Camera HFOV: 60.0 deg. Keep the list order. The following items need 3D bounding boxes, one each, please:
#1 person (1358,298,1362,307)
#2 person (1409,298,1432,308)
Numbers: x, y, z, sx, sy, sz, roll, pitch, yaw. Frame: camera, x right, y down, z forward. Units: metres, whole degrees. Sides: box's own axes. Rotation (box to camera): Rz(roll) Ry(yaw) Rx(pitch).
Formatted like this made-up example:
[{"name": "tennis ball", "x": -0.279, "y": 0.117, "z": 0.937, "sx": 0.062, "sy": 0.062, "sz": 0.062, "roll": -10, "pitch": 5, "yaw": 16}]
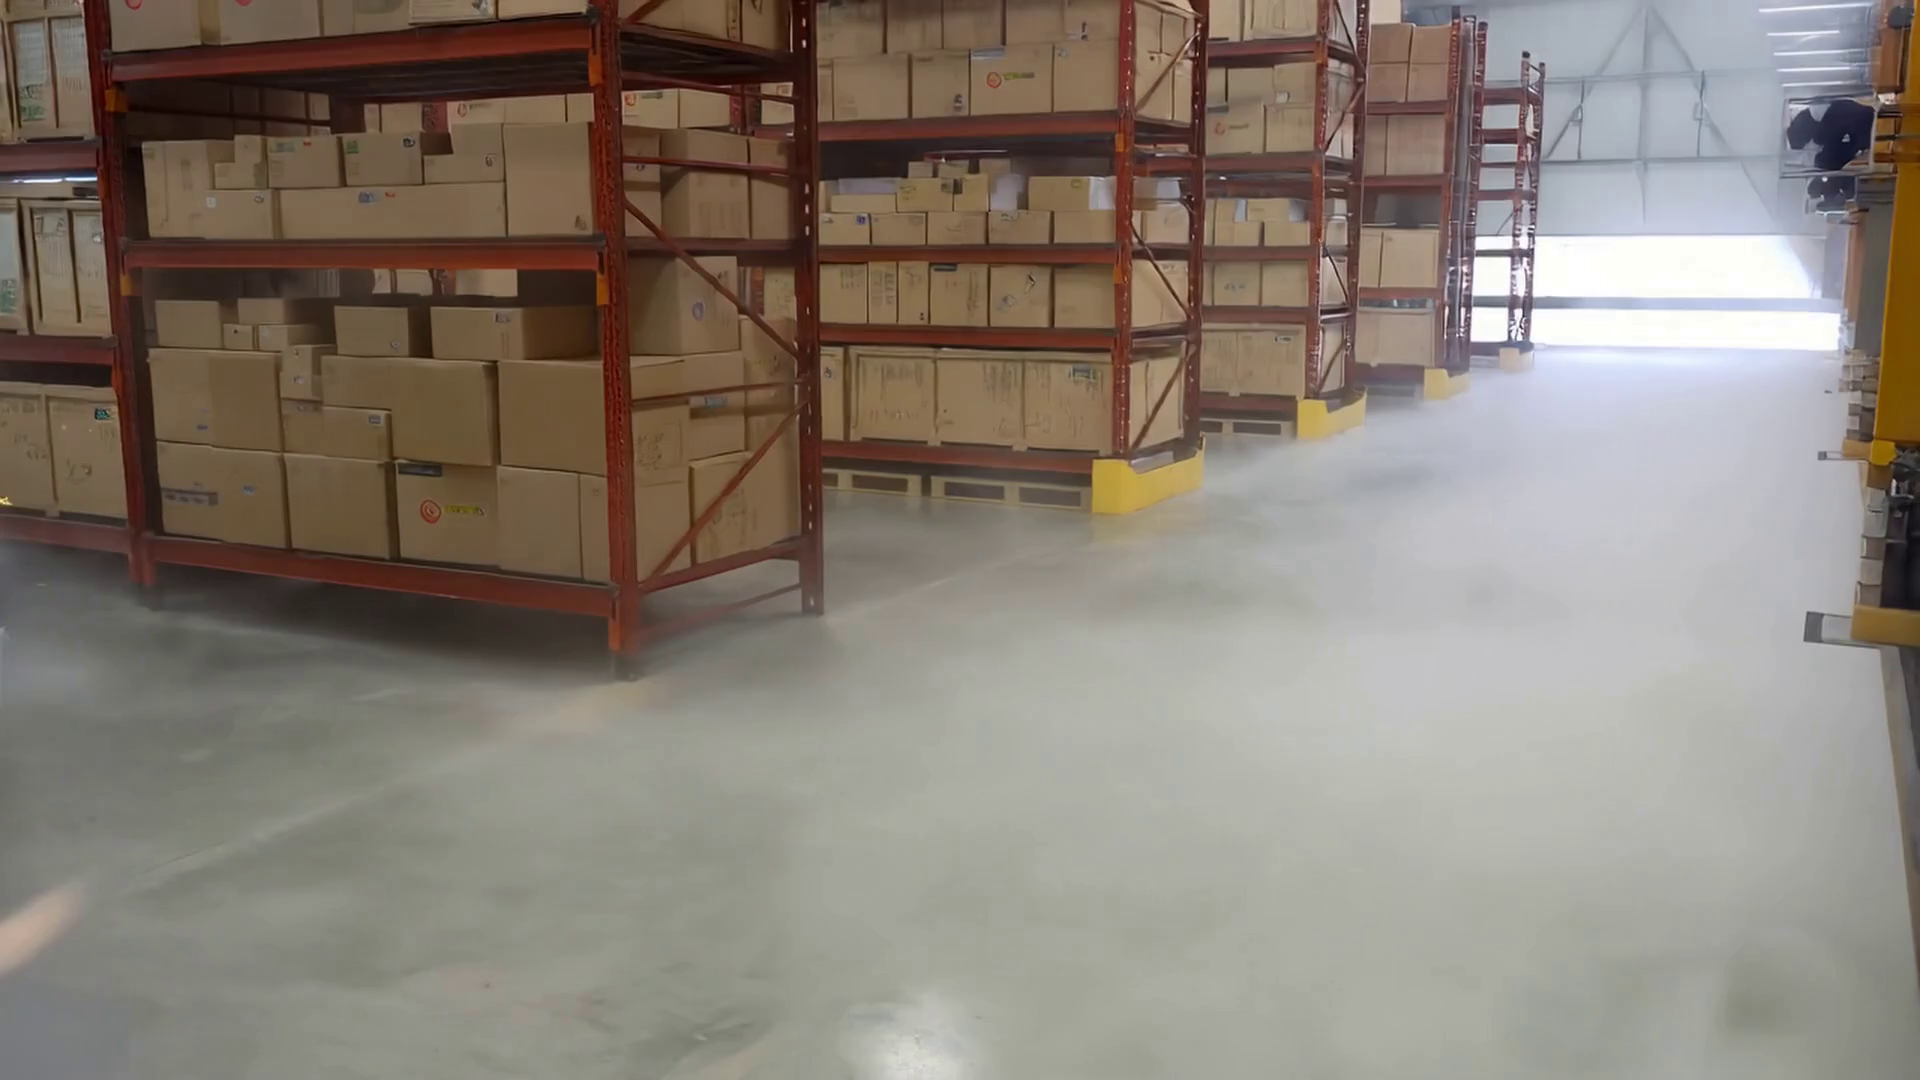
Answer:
[{"name": "person", "x": 9.380, "y": -5.360, "z": 39.675, "sx": 0.627, "sy": 1.709, "sz": 0.356, "roll": 8, "pitch": 13, "yaw": 39}, {"name": "person", "x": 10.443, "y": -5.028, "z": 37.641, "sx": 0.594, "sy": 1.734, "sz": 0.416, "roll": -4, "pitch": 11, "yaw": -22}]
